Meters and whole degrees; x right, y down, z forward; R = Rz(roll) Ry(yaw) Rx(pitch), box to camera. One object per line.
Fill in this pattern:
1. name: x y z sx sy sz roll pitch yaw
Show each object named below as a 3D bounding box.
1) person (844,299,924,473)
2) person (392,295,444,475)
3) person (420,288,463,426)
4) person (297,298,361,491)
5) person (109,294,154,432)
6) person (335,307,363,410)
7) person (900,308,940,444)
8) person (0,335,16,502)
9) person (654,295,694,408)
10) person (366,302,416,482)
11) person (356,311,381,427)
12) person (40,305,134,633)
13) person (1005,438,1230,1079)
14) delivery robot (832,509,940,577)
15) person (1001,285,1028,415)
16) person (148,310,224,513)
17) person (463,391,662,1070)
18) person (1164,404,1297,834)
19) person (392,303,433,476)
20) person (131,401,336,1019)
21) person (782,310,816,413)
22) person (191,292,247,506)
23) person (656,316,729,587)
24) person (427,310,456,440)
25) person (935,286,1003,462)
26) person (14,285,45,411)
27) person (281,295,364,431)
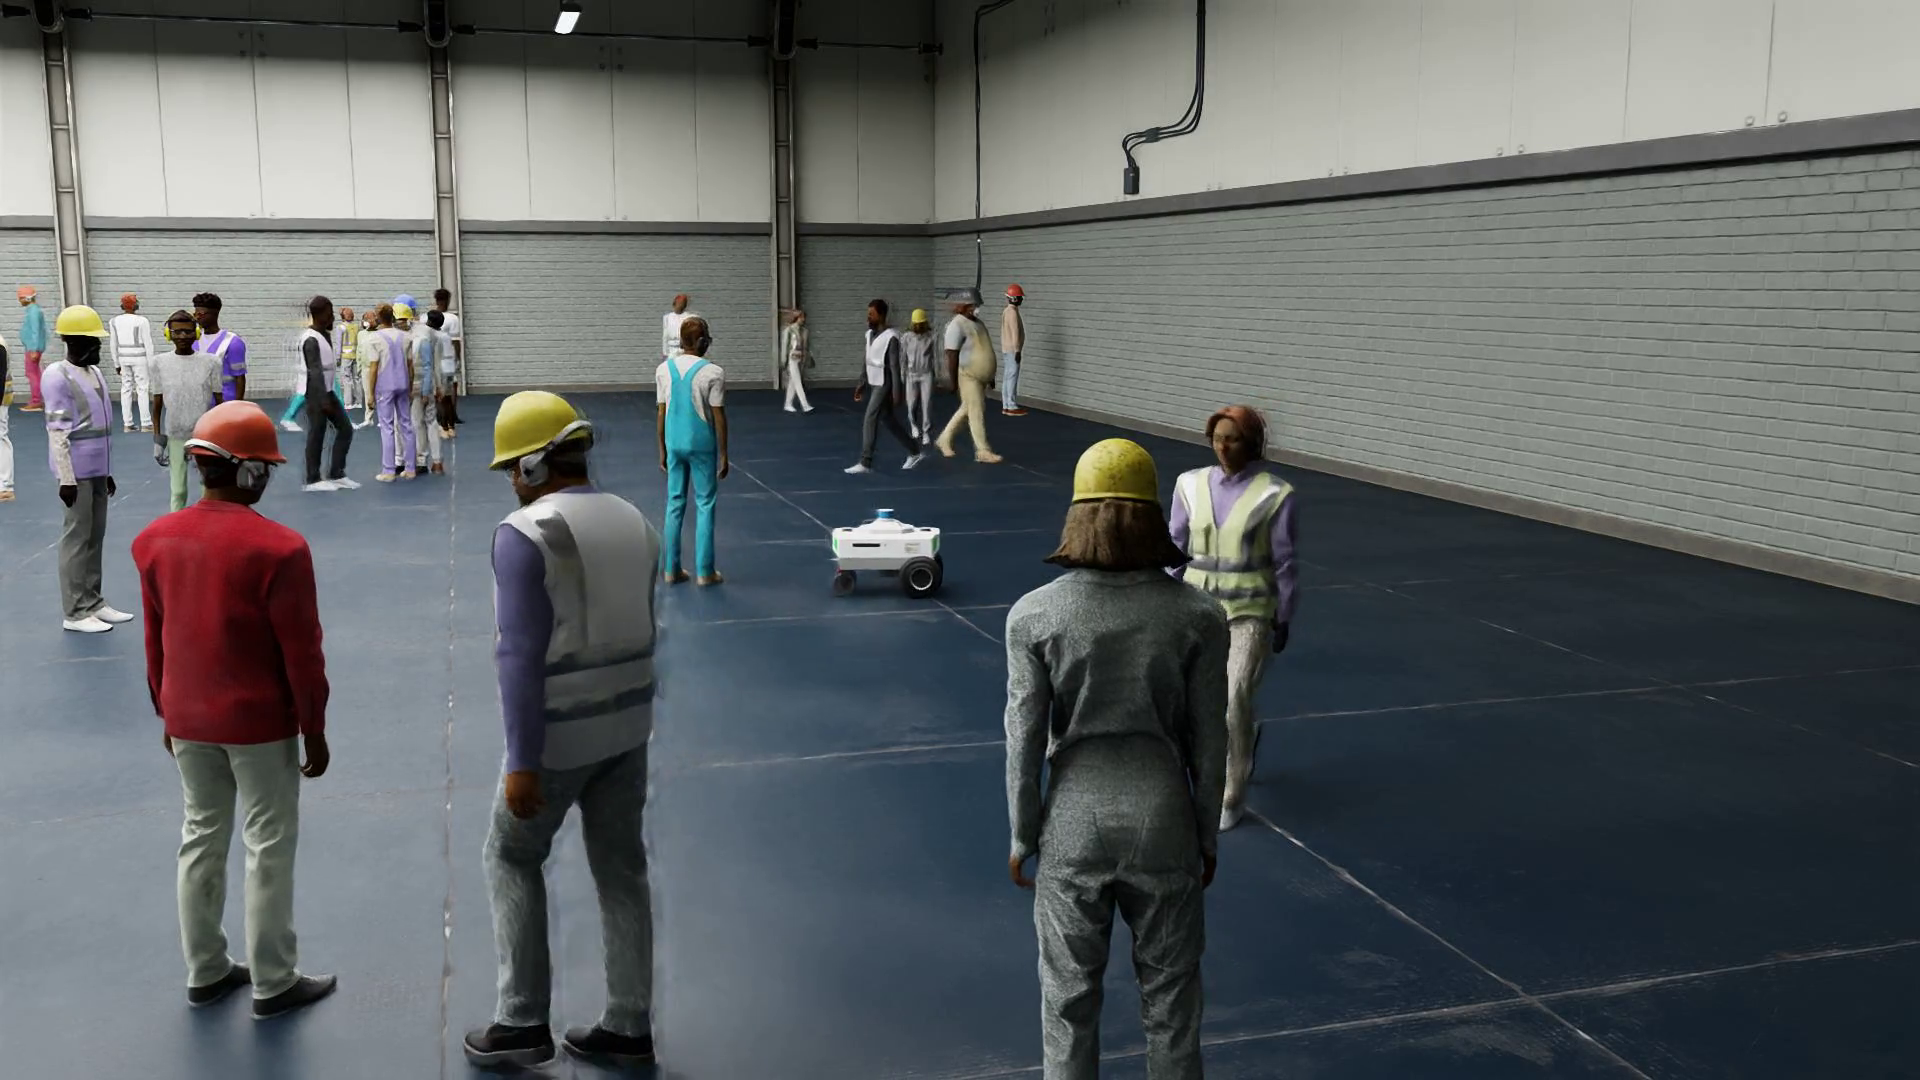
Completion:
1. person: -0.798 -1.671 18.011 0.970 1.880 0.590 -4 10 -25
2. person: -5.874 -1.648 17.767 0.671 1.896 0.870 -7 11 -39
3. person: -7.309 -2.578 23.532 0.624 1.948 0.416 2 9 11
4. person: -6.156 -1.411 16.263 0.651 1.893 0.610 -1 9 -5
5. person: -11.229 -2.401 22.621 0.584 1.883 0.345 1 9 7
6. person: -9.763 -2.896 26.590 0.311 1.633 0.519 4 10 24
7. person: -0.506 -2.070 21.016 0.509 1.715 0.550 0 9 0
8. person: -9.104 -1.274 15.571 0.429 1.844 0.625 -8 12 -40
9. person: -4.578 -3.055 26.976 0.634 1.831 0.726 3 9 16
10. person: -5.845 -1.512 17.087 0.348 1.842 0.505 8 12 42
11. person: -8.292 -2.409 23.471 0.497 1.633 0.285 2 9 15
12. person: -5.169 -0.422 9.859 0.381 1.924 0.594 -1 9 -5
13. person: 0.342 0.645 3.668 0.485 1.735 0.322 1 9 4
14. delivery robot: -0.488 0.037 10.993 0.707 0.478 0.477 0 9 0
15. person: 0.820 -2.902 25.469 0.376 1.995 0.609 -2 9 -12
16. person: -5.560 -0.727 12.027 0.510 1.863 0.326 -4 10 -22
17. person: -1.048 0.508 4.400 0.619 1.782 0.638 5 10 31
18. person: 1.073 0.270 6.455 0.515 1.618 0.662 6 11 34
19. person: -5.862 -1.586 17.589 0.594 1.832 0.404 3 9 18
20. person: -2.022 0.480 4.708 0.573 1.740 0.355 3 9 17
21. person: -2.477 -2.766 25.863 0.848 1.591 0.537 7 11 37
22. person: -6.642 -1.222 14.838 0.600 1.967 0.368 3 9 19
23. person: -1.803 -0.591 11.255 0.518 1.834 0.351 3 9 17
24. person: -6.753 -2.144 21.612 0.321 1.689 0.529 1 9 7
25. person: 0.076 -1.923 19.073 0.950 2.000 0.677 4 10 26
26. person: -14.656 -3.029 26.324 0.533 1.984 0.627 -6 10 -32
27. person: -8.819 -2.411 22.766 1.053 1.869 0.596 -1 9 -4
